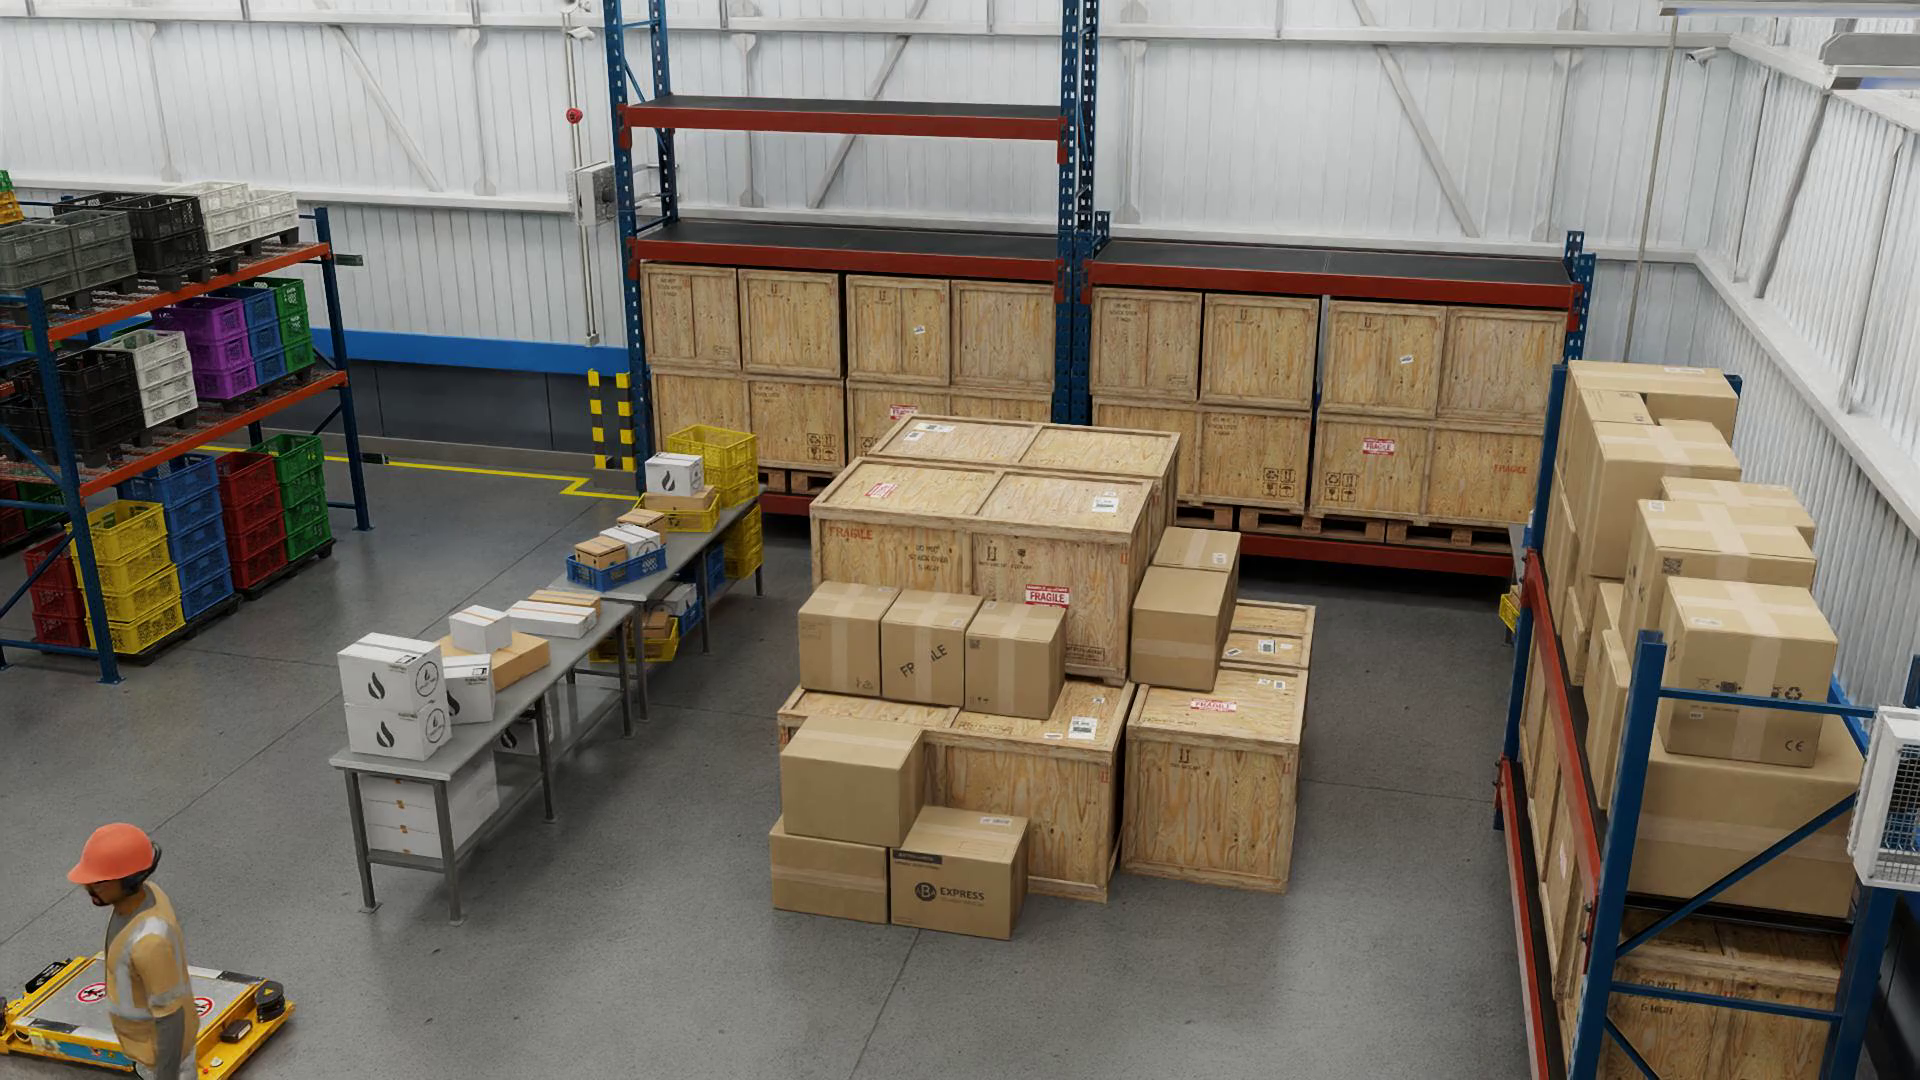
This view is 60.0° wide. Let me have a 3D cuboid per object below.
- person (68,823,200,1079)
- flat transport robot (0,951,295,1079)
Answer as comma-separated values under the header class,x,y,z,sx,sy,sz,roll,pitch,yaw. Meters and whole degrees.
class,x,y,z,sx,sy,sz,roll,pitch,yaw
person,-3.421,2.105,7.051,0.361,2.047,0.611,-14,25,-32
flat transport robot,-4.270,2.464,8.601,1.431,0.231,0.659,5,22,13
